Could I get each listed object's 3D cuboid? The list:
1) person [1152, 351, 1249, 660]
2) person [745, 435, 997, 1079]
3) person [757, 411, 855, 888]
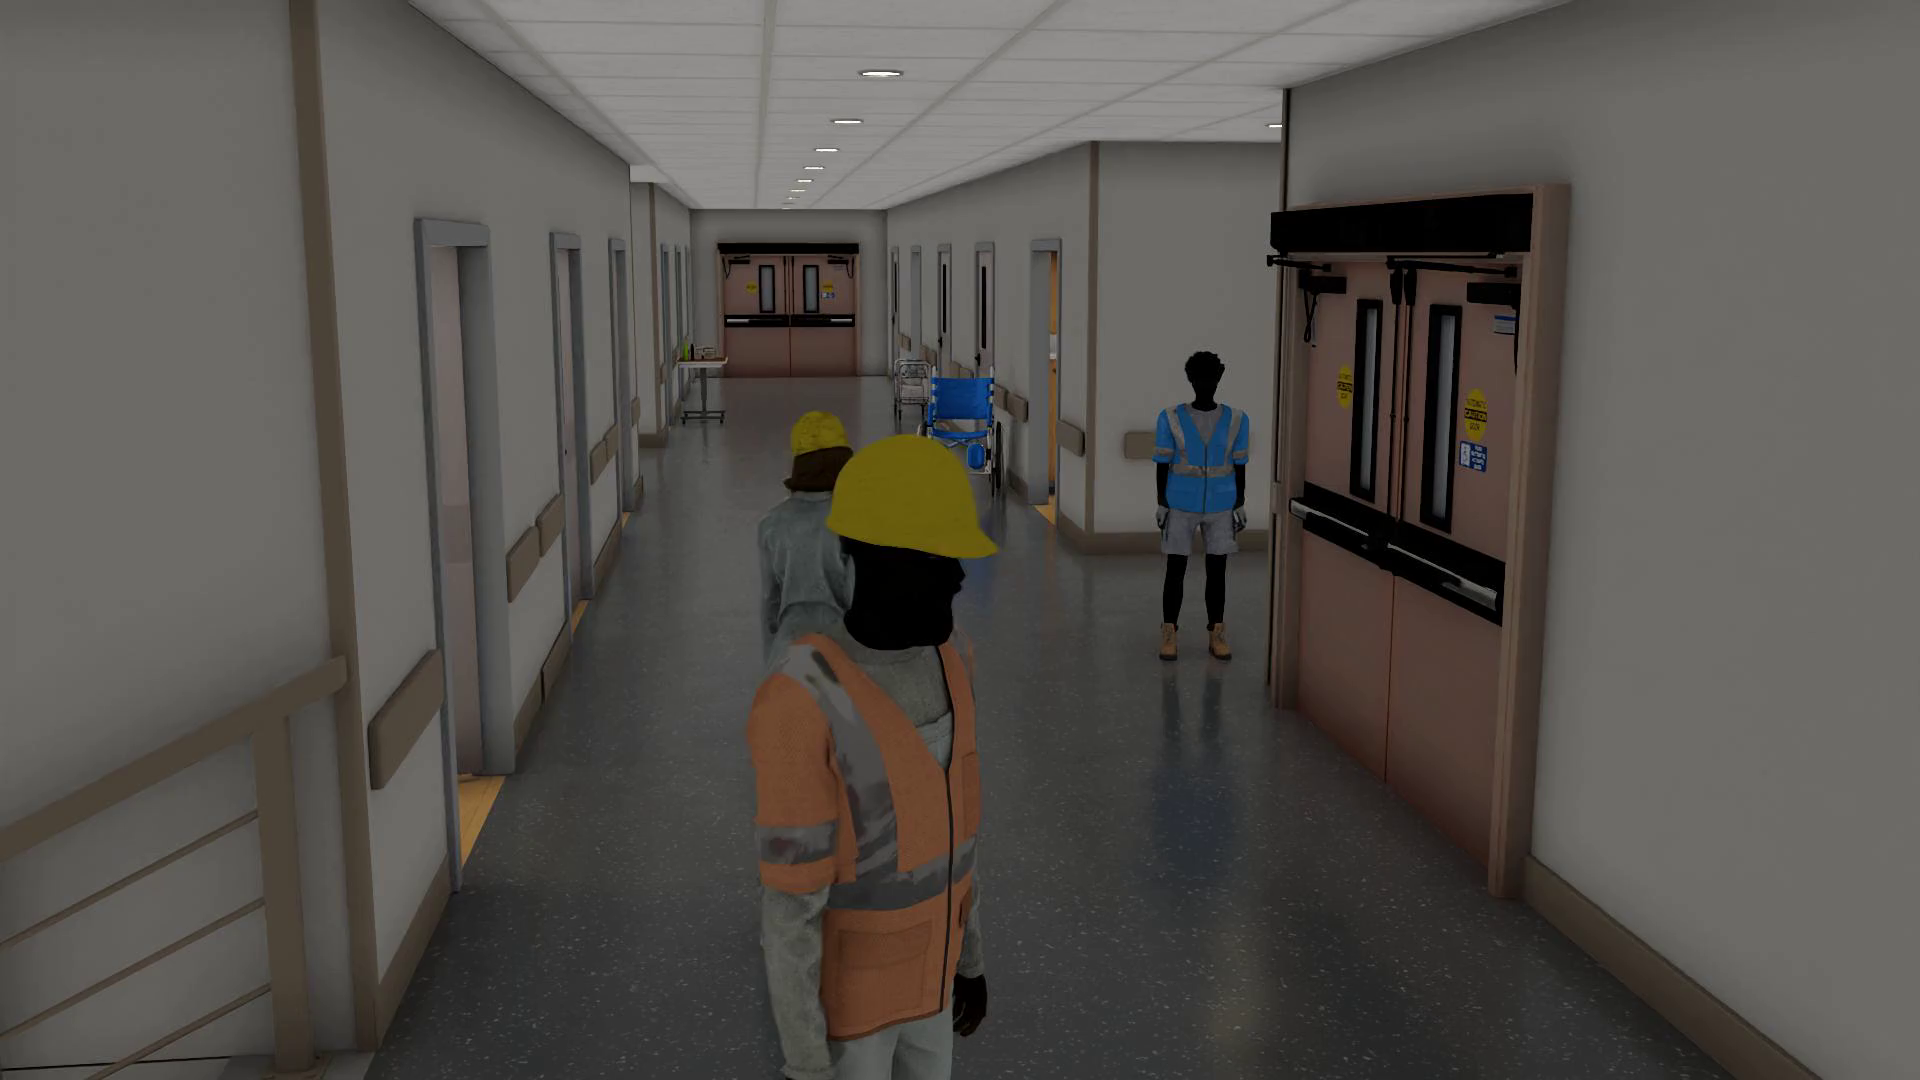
[{"bbox_3d":[1.316,-0.183,9.101,0.532,1.697,0.319,0,10,-2],"label":"person"},{"bbox_3d":[-0.121,0.768,2.924,0.398,1.920,0.586,6,11,30],"label":"person"},{"bbox_3d":[-0.470,0.442,5.431,0.500,1.700,0.642,4,11,24],"label":"person"}]
